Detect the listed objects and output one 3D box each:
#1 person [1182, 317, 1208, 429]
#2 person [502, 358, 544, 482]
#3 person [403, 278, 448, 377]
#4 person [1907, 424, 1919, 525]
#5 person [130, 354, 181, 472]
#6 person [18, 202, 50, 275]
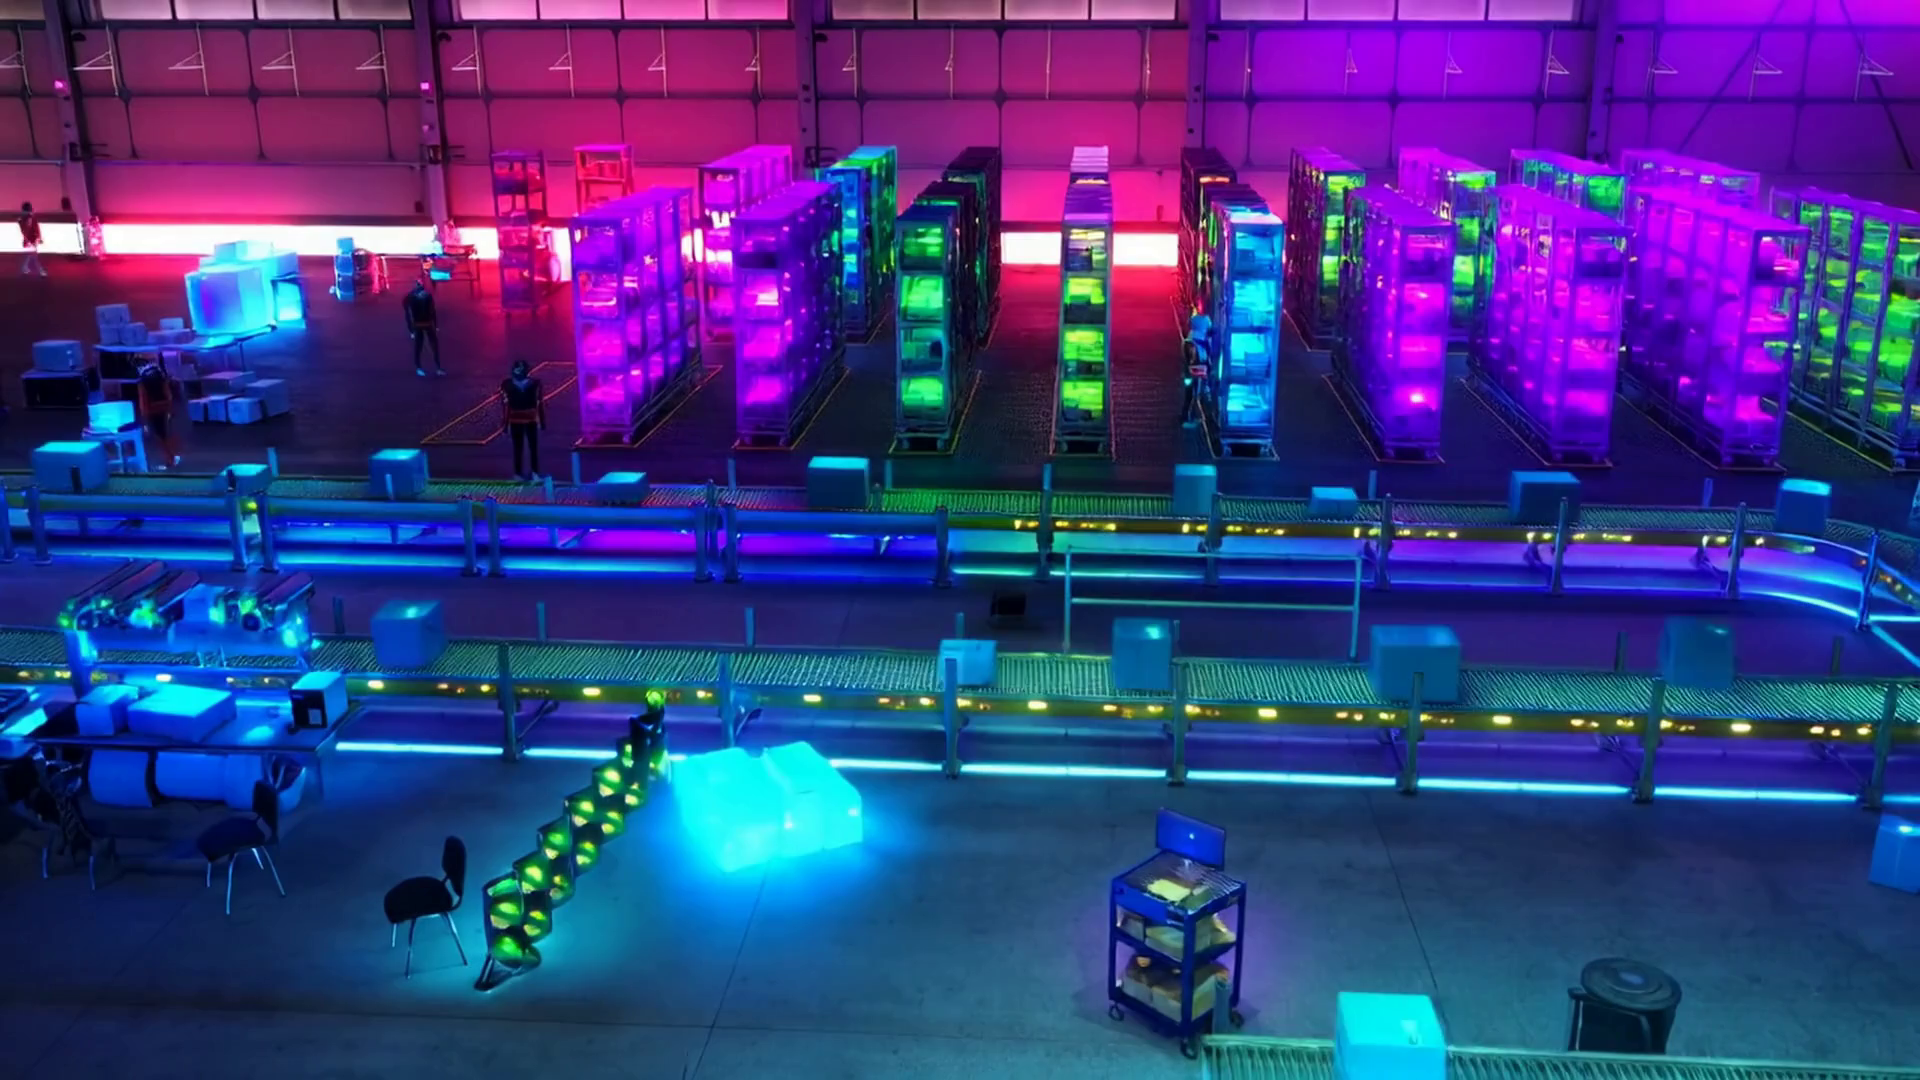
[{"bbox_3d":[3.854,-2.756,27.306,0.403,1.833,0.590,11,20,31],"label":"person"},{"bbox_3d":[-6.286,-1.716,23.982,0.566,1.847,0.389,-5,18,-17],"label":"person"},{"bbox_3d":[-9.966,-3.936,30.988,0.647,1.872,0.876,-14,23,-38],"label":"person"},{"bbox_3d":[12.927,-1.144,21.920,0.622,1.996,0.369,10,20,29],"label":"person"},{"bbox_3d":[-11.827,-1.850,24.472,0.574,1.809,0.607,4,18,11],"label":"person"},{"bbox_3d":[-24.302,-7.866,43.402,0.866,1.913,0.550,3,18,10],"label":"person"}]
